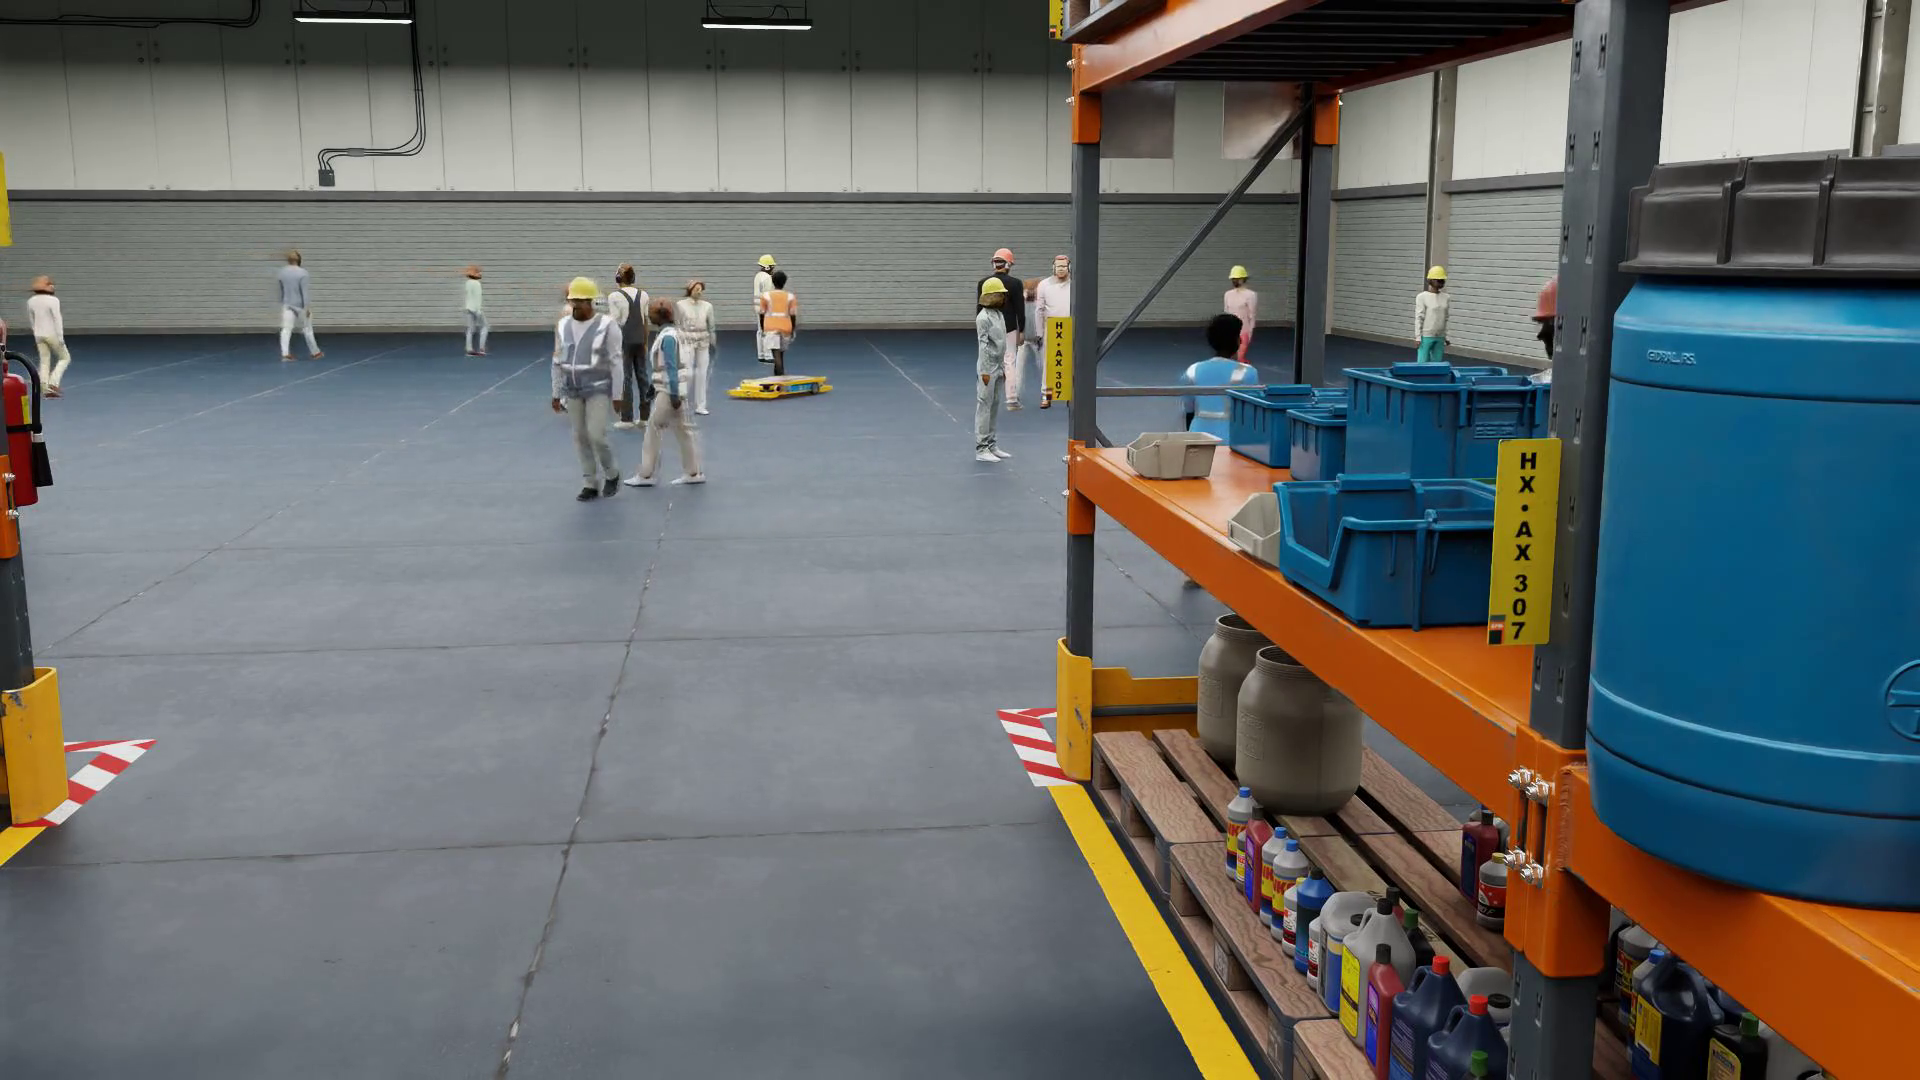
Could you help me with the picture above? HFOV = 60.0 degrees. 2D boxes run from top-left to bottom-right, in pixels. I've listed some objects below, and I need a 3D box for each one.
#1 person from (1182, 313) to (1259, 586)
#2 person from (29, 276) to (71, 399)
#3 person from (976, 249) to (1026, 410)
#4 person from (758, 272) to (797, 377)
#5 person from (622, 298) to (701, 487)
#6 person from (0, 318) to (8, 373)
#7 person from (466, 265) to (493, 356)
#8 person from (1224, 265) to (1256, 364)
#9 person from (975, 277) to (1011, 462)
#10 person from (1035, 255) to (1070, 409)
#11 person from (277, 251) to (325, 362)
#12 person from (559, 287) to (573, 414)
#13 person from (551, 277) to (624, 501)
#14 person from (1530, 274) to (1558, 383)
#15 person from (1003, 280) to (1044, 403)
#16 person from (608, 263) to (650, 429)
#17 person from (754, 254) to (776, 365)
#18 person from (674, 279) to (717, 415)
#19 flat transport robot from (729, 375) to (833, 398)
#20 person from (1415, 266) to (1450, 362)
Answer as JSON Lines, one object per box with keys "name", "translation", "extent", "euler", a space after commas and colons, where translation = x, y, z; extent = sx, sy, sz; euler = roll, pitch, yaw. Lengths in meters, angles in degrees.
{"name": "person", "translation": [1.653, -0.571, 10.321], "extent": [0.553, 1.651, 0.864], "euler": [8, 13, 37]}
{"name": "person", "translation": [-12.000, -2.670, 21.941], "extent": [0.530, 1.617, 0.352], "euler": [3, 11, 18]}
{"name": "person", "translation": [0.518, -2.595, 20.550], "extent": [0.622, 1.982, 0.404], "euler": [4, 11, 19]}
{"name": "person", "translation": [-2.557, -2.940, 23.378], "extent": [0.528, 1.639, 0.894], "euler": [-4, 11, -22]}
{"name": "person", "translation": [-2.586, -1.247, 14.206], "extent": [0.768, 1.610, 0.536], "euler": [-2, 11, -10]}
{"name": "person", "translation": [-7.263, -1.018, 12.129], "extent": [0.402, 1.904, 0.651], "euler": [4, 11, 21]}
{"name": "person", "translation": [-8.685, -4.135, 29.979], "extent": [0.577, 1.609, 0.521], "euler": [-8, 13, -36]}
{"name": "person", "translation": [3.745, -2.806, 22.358], "extent": [0.525, 1.754, 0.383], "euler": [10, 14, 44]}
{"name": "person", "translation": [0.319, -1.629, 15.912], "extent": [0.289, 1.746, 0.487], "euler": [4, 11, 21]}
{"name": "person", "translation": [1.263, -2.578, 20.695], "extent": [0.659, 1.910, 0.403], "euler": [0, 10, 1]}
{"name": "person", "translation": [-11.441, -4.032, 28.714], "extent": [0.647, 1.885, 1.009], "euler": [3, 11, 15]}
{"name": "person", "translation": [-4.412, -2.170, 19.202], "extent": [0.396, 1.623, 0.537], "euler": [0, 10, -1]}
{"name": "person", "translation": [-3.015, -1.206, 13.419], "extent": [0.595, 1.819, 0.417], "euler": [4, 11, 20]}
{"name": "person", "translation": [2.193, 0.011, 6.189], "extent": [0.614, 2.006, 0.888], "euler": [-2, 11, -12]}
{"name": "person", "translation": [0.905, -2.537, 21.314], "extent": [0.516, 1.586, 0.851], "euler": [8, 13, 36]}
{"name": "person", "translation": [-3.680, -2.150, 18.494], "extent": [0.506, 1.847, 0.350], "euler": [-10, 14, -42]}
{"name": "person", "translation": [-3.238, -3.859, 27.893], "extent": [0.404, 1.835, 0.589], "euler": [-5, 12, -27]}
{"name": "person", "translation": [-3.179, -2.315, 19.968], "extent": [0.543, 1.625, 0.373], "euler": [-7, 12, -33]}
{"name": "flat transport robot", "translation": [-2.398, -2.077, 22.410], "extent": [0.652, 0.197, 1.431], "euler": [6, 12, 31]}
{"name": "person", "translation": [5.946, -2.547, 20.893], "extent": [0.533, 1.766, 0.316], "euler": [-5, 11, -25]}
